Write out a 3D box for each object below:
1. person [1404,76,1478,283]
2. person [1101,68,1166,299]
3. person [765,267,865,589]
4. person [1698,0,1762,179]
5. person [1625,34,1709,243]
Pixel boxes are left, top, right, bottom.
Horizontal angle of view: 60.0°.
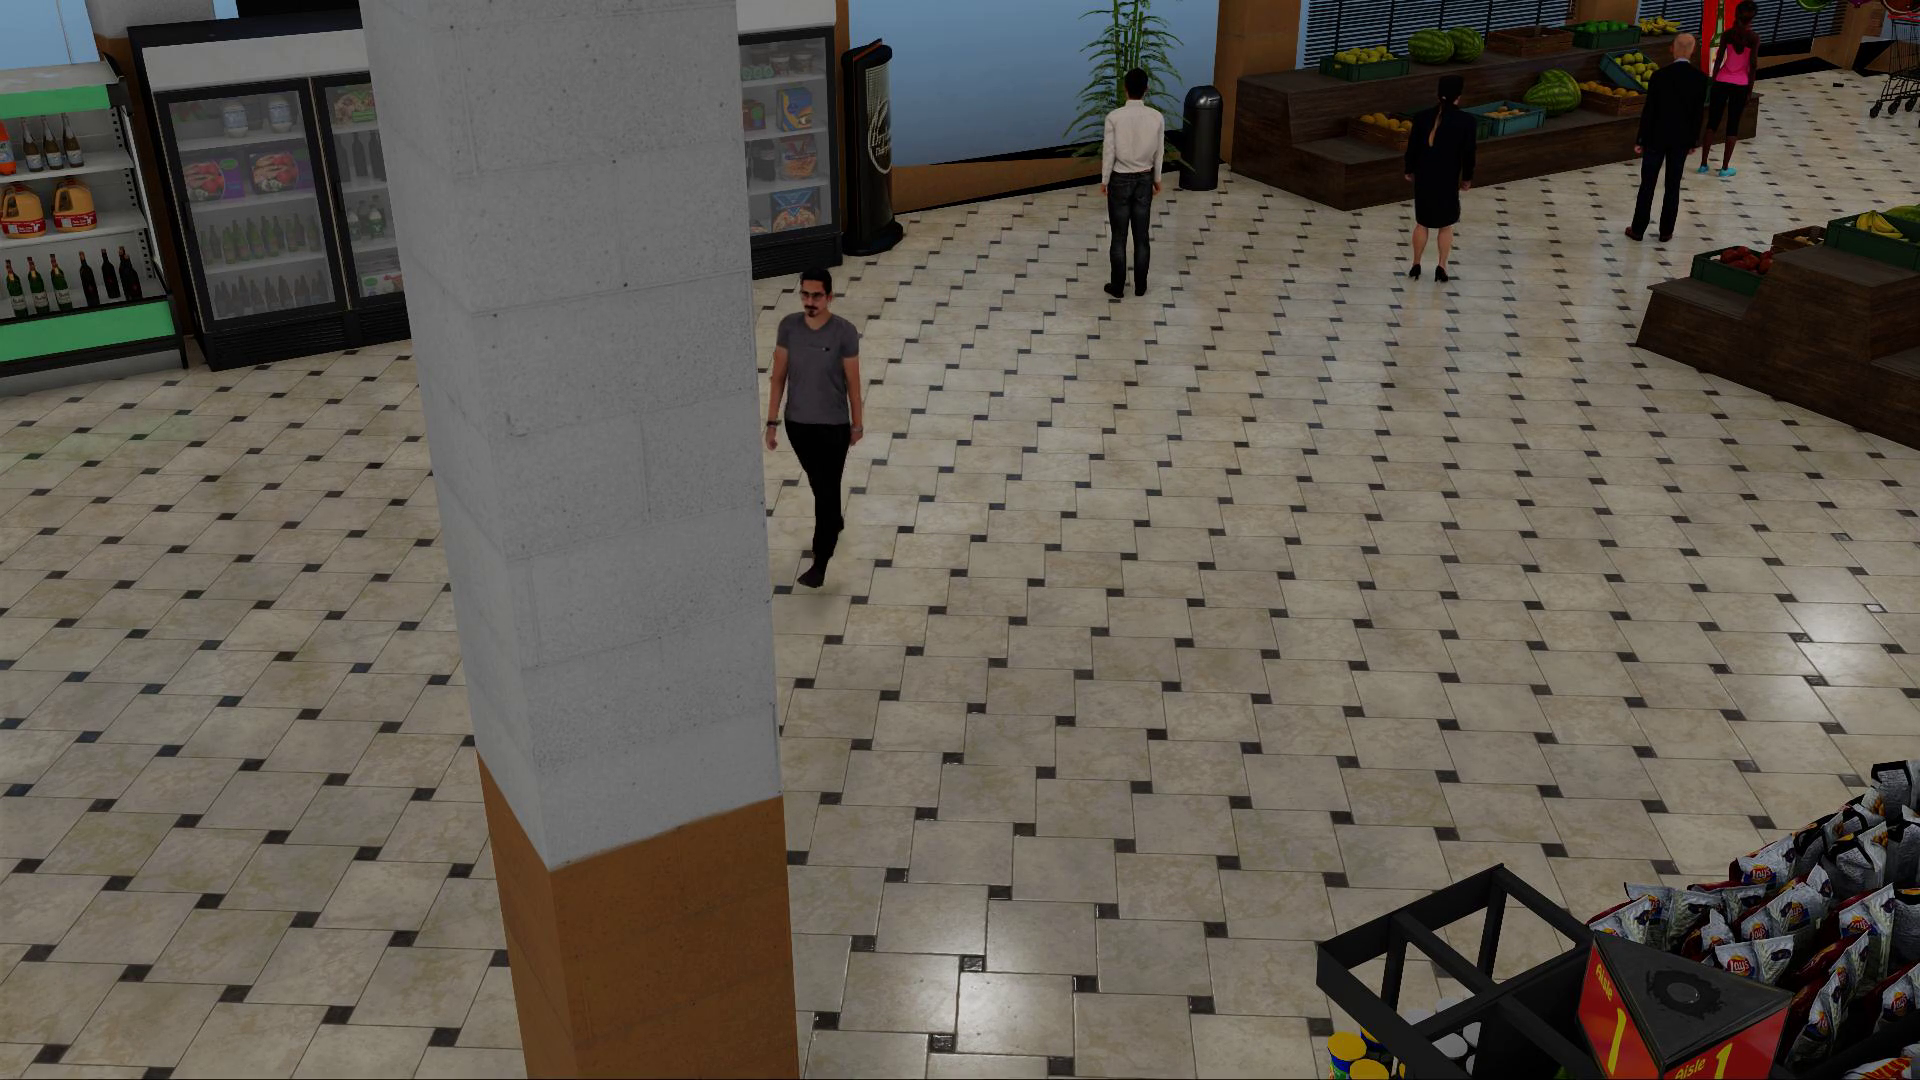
[{"bbox_3d":[3.911,-2.939,13.615,0.839,1.672,0.849,11,29,21],"label":"person"},{"bbox_3d":[1.367,-2.835,13.257,0.636,1.811,0.791,-4,27,-7],"label":"person"},{"bbox_3d":[-0.750,-0.663,9.093,1.106,1.703,1.204,8,28,16],"label":"person"},{"bbox_3d":[7.736,-4.535,16.707,0.629,1.723,0.633,23,35,37],"label":"person"},{"bbox_3d":[6.230,-3.529,14.640,0.751,1.797,0.820,6,27,11],"label":"person"}]
